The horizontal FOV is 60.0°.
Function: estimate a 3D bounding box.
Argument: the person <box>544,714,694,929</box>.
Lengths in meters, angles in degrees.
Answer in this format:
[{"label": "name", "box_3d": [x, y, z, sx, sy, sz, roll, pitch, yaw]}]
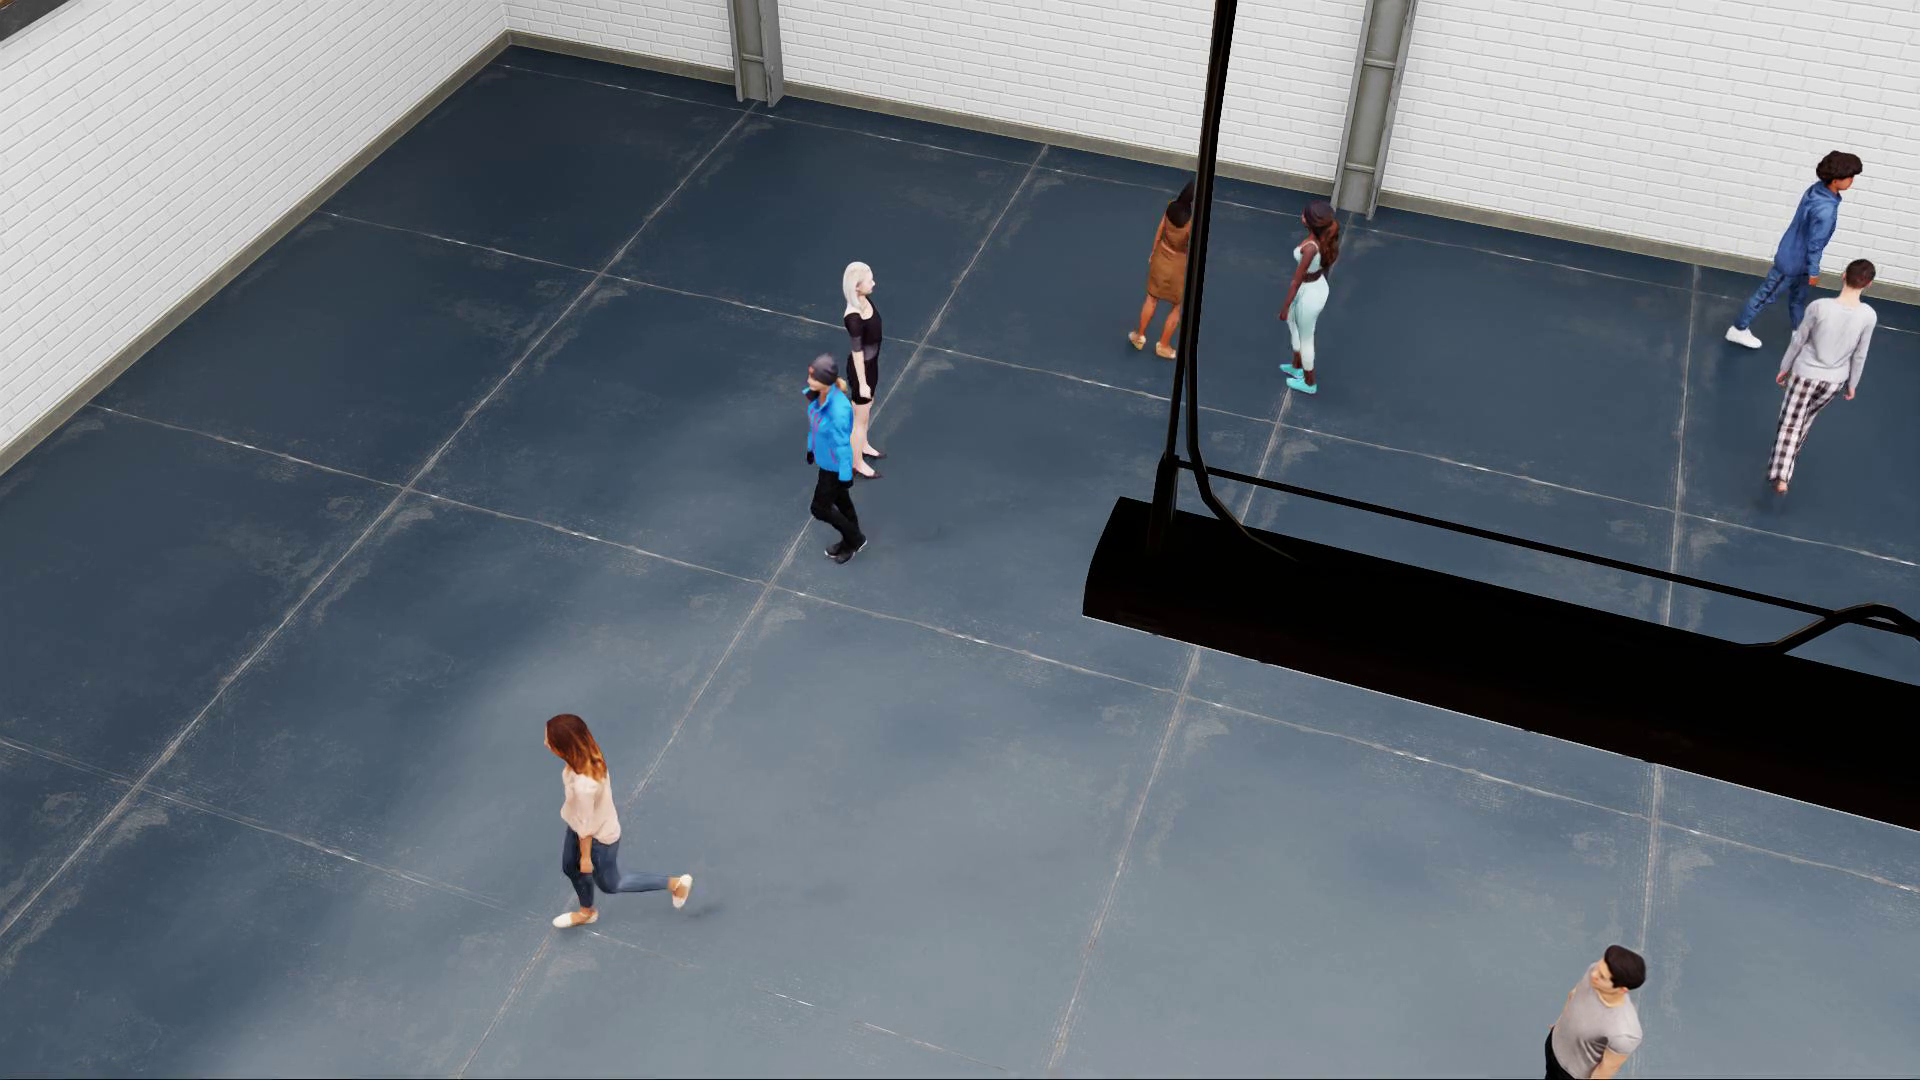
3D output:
[{"label": "person", "box_3d": [-1.921, 1.594, 9.158, 1.144, 1.755, 1.013, -12, 45, -12]}]

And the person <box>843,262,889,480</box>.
[{"label": "person", "box_3d": [-0.714, -1.226, 12.062, 0.574, 1.832, 0.621, 2, 44, 3]}]

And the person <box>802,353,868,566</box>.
[{"label": "person", "box_3d": [-0.776, -0.557, 11.395, 0.796, 1.783, 0.748, -13, 45, -13]}]

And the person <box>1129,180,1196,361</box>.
[{"label": "person", "box_3d": [1.630, -2.143, 13.148, 0.716, 1.661, 0.847, 34, 53, 30]}]

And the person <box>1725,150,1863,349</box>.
[{"label": "person", "box_3d": [6.568, -2.284, 13.210, 1.005, 1.779, 0.707, 16, 46, 16]}]

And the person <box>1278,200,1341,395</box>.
[{"label": "person", "box_3d": [2.759, -1.816, 12.770, 0.709, 1.709, 0.687, 28, 50, 26]}]

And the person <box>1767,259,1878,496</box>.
[{"label": "person", "box_3d": [6.165, -1.110, 11.967, 1.069, 1.794, 0.788, 12, 45, 13]}]

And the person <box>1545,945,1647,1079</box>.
[{"label": "person", "box_3d": [3.069, 2.528, 8.201, 0.650, 1.722, 0.673, -1, 44, -1]}]
